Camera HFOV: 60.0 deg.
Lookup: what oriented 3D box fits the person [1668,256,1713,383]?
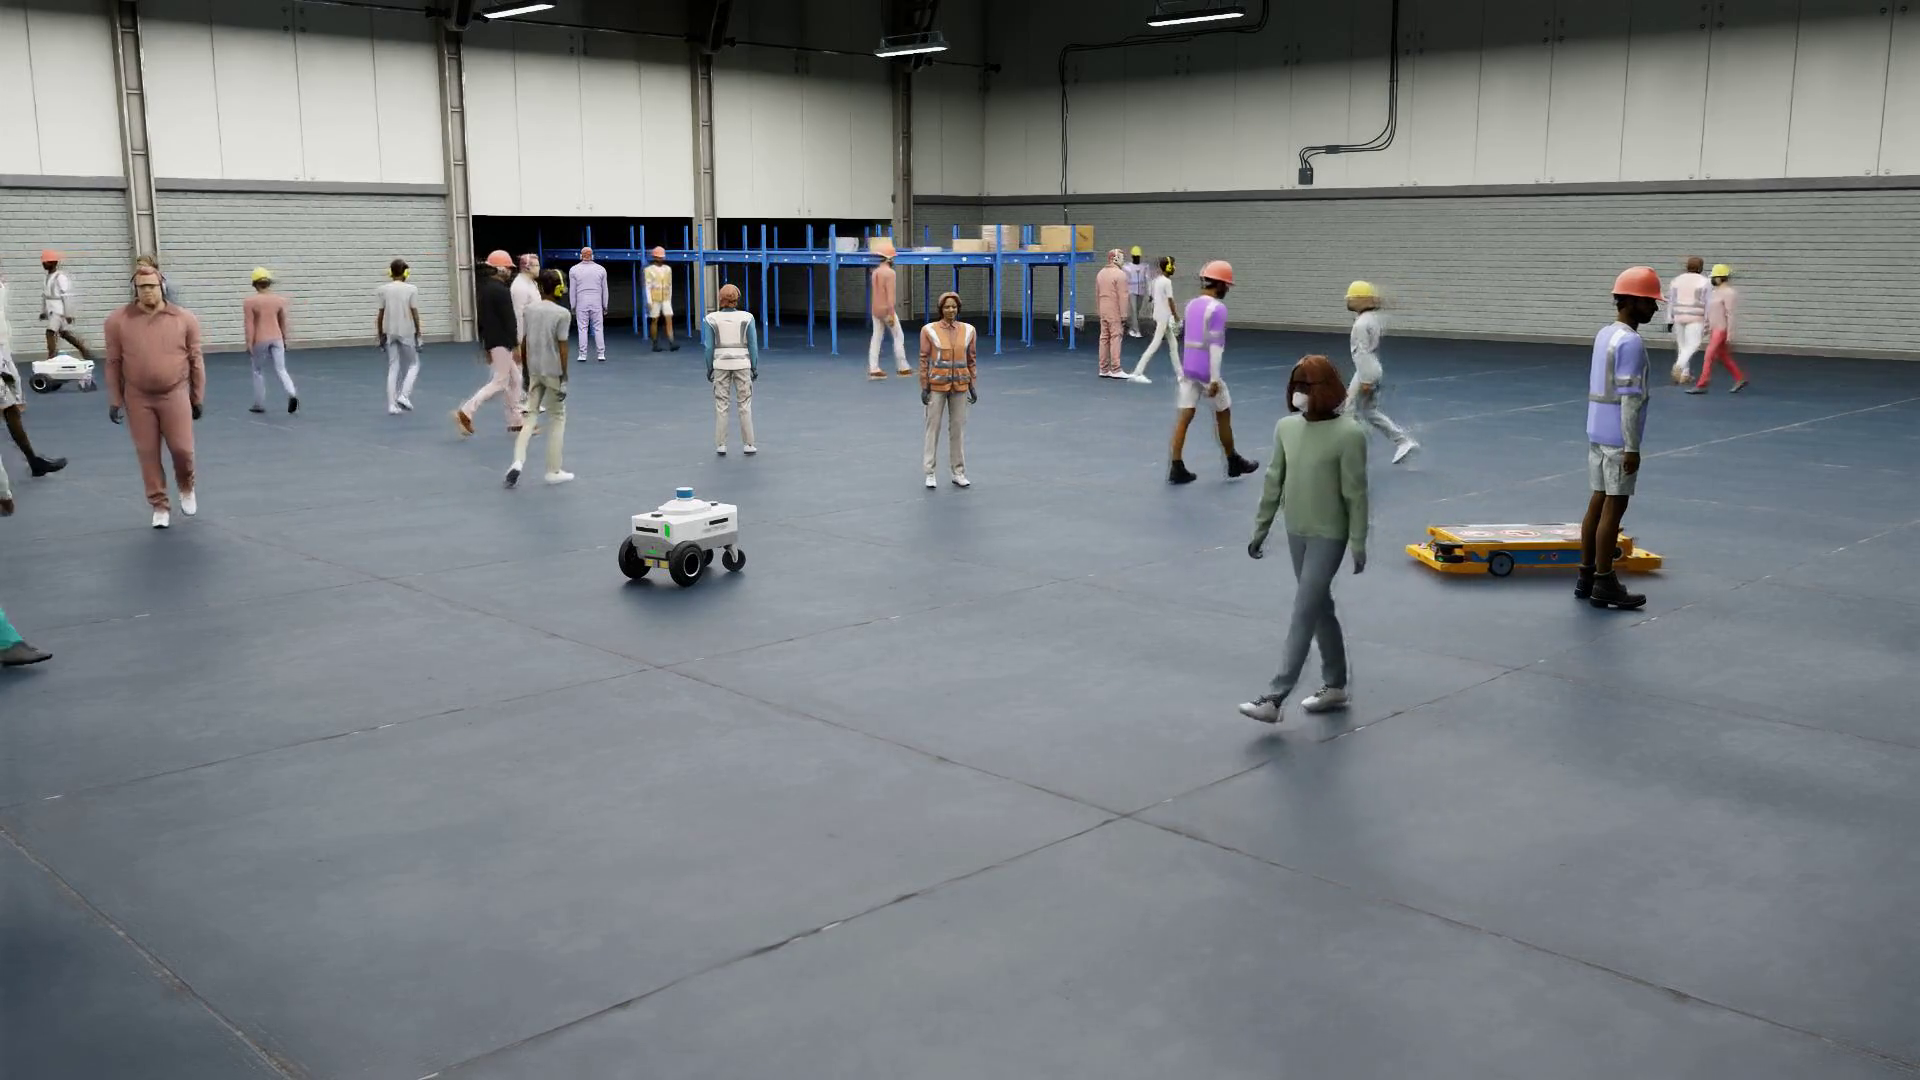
[{"bbox_3d":[10.436,-3.151,23.848,0.774,1.821,0.635,-8,13,-37],"label":"person"}]

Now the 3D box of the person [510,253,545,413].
[{"bbox_3d":[-5.174,-2.475,19.931,0.439,1.897,0.647,-1,10,-3],"label":"person"}]

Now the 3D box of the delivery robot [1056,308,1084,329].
[{"bbox_3d":[2.379,-4.778,35.996,0.477,0.478,0.707,-6,12,-28],"label":"delivery robot"}]

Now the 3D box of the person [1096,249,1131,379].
[{"bbox_3d":[2.296,-3.363,24.746,0.401,1.904,0.640,-6,12,-30],"label":"person"}]

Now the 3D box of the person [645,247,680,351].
[{"bbox_3d":[-5.419,-4.363,30.220,0.563,1.886,0.972,-7,13,-34],"label":"person"}]

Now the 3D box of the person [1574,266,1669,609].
[{"bbox_3d":[3.804,-0.594,9.556,0.368,1.932,0.551,1,10,3],"label":"person"}]

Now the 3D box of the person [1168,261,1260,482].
[{"bbox_3d":[2.197,-1.451,14.359,0.968,1.877,0.564,-6,12,-32],"label":"person"}]

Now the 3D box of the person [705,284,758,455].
[{"bbox_3d":[-2.207,-1.645,16.087,0.514,1.642,0.310,-1,10,-3],"label":"person"}]

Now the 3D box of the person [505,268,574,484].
[{"bbox_3d":[-3.585,-1.381,14.144,0.544,1.836,0.640,4,11,21],"label":"person"}]

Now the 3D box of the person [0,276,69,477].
[{"bbox_3d":[-8.297,-1.465,14.415,0.923,1.899,0.548,-8,13,-36],"label":"person"}]

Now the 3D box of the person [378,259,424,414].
[{"bbox_3d":[-6.676,-2.420,19.847,0.596,1.816,0.514,1,10,5],"label":"person"}]

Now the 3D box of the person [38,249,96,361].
[{"bbox_3d":[-14.165,-3.630,26.227,0.547,1.903,0.941,9,14,42],"label":"person"}]

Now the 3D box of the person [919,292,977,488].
[{"bbox_3d":[-0.097,-1.267,14.024,0.515,1.641,0.315,-4,11,-19],"label":"person"}]

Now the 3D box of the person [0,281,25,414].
[{"bbox_3d":[-11.503,-2.404,19.515,0.651,1.892,0.969,5,11,24],"label":"person"}]

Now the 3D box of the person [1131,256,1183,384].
[{"bbox_3d":[2.920,-3.156,23.863,0.994,1.823,0.517,-1,10,-5],"label":"person"}]

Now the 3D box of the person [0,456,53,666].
[{"bbox_3d":[-4.974,-0.236,8.199,0.919,1.715,0.533,1,10,5],"label":"person"}]

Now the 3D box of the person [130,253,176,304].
[{"bbox_3d":[-10.099,-2.613,20.714,0.646,1.882,0.992,5,11,24],"label":"person"}]

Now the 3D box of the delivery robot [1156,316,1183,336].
[{"bbox_3d":[4.268,-4.420,34.045,0.477,0.478,0.707,-4,11,-20],"label":"delivery robot"}]

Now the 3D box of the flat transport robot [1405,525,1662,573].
[{"bbox_3d":[3.680,0.045,10.723,1.431,0.197,0.652,-1,10,-5],"label":"flat transport robot"}]

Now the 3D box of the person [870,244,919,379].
[{"bbox_3d":[-0.986,-3.363,24.558,0.845,1.964,0.652,-7,12,-34],"label":"person"}]

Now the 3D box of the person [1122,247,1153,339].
[{"bbox_3d":[3.660,-5.145,34.549,0.605,1.880,0.984,-3,11,-15],"label":"person"}]

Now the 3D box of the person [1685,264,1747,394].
[{"bbox_3d":[10.215,-2.825,22.283,0.853,1.733,0.536,0,10,-1],"label":"person"}]

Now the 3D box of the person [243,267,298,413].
[{"bbox_3d":[-8.248,-2.379,19.832,0.801,1.742,0.538,10,14,43],"label":"person"}]

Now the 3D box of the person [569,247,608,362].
[{"bbox_3d":[-6.264,-3.973,28.057,0.653,1.906,0.408,-4,11,-20],"label":"person"}]

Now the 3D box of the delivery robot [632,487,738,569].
[{"bbox_3d":[-1.716,-0.085,10.409,0.477,0.478,0.707,6,12,32],"label":"delivery robot"}]

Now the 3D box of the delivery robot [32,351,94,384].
[{"bbox_3d":[-12.238,-2.340,22.702,0.707,0.478,0.477,-2,11,-10],"label":"delivery robot"}]

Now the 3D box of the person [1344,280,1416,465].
[{"bbox_3d":[3.762,-1.490,15.046,0.668,1.709,0.517,6,12,29],"label":"person"}]

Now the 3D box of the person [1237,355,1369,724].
[{"bbox_3d":[1.463,0.004,7.216,0.841,1.594,0.512,-6,12,-31],"label":"person"}]

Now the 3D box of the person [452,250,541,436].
[{"bbox_3d":[-4.903,-2.055,17.457,0.879,1.966,0.621,-5,12,-28],"label":"person"}]

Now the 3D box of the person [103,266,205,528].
[{"bbox_3d":[-5.850,-1.039,12.100,0.646,1.892,0.448,-4,11,-21],"label":"person"}]
